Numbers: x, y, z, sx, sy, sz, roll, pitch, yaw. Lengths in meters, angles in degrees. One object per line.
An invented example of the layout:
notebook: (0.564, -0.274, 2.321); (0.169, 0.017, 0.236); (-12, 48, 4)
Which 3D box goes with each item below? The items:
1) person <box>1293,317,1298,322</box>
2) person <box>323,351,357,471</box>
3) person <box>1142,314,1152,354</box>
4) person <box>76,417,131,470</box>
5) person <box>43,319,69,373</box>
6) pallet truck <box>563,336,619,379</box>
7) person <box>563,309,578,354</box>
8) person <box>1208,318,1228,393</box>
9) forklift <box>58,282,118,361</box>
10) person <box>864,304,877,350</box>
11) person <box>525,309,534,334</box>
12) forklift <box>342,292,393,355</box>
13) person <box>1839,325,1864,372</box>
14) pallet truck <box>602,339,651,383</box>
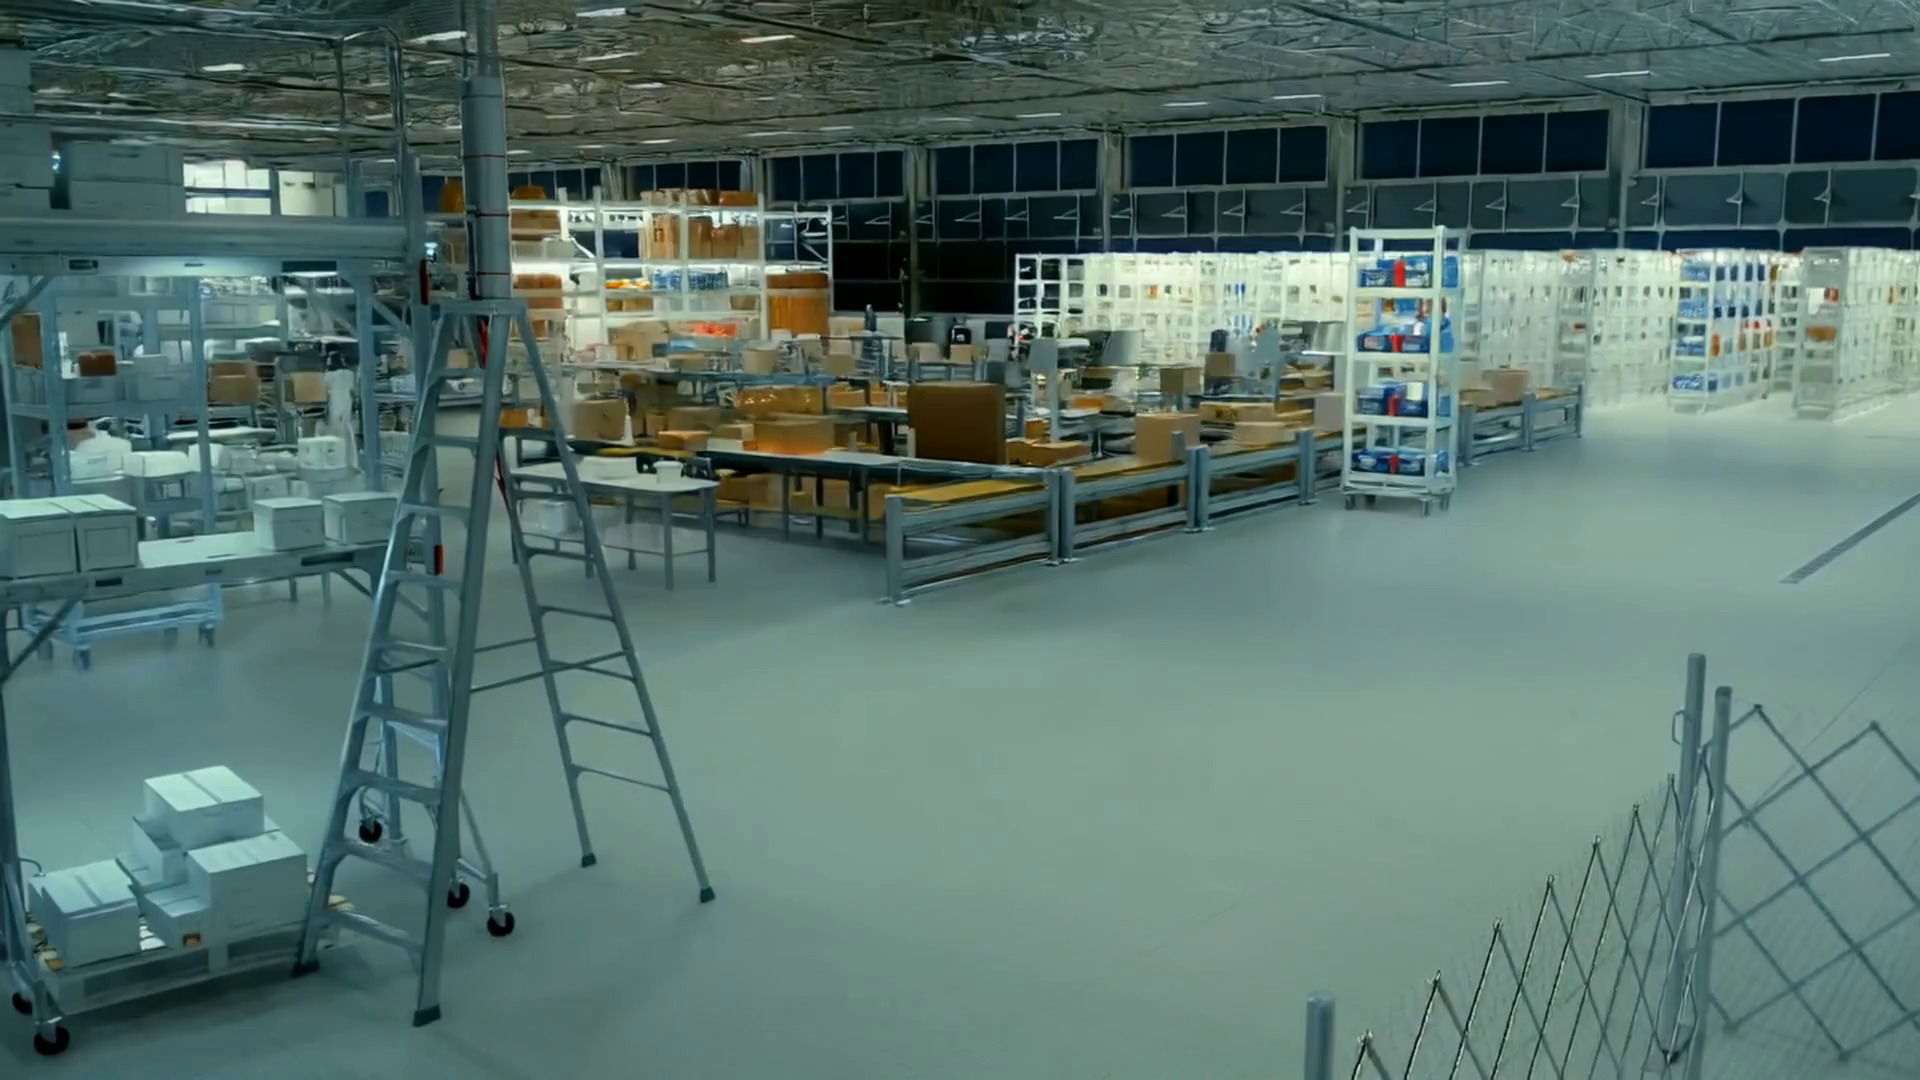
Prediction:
person: (10.077, -5.827, 49.640); (0.395, 1.839, 0.564); (8, 12, 39)
person: (-9.476, -1.952, 25.381); (0.334, 1.864, 0.521); (8, 12, 39)
person: (6.229, -6.813, 56.154); (0.748, 1.726, 0.573); (0, 9, 2)
person: (-8.290, -0.423, 16.154); (0.329, 1.764, 0.524); (8, 12, 39)
person: (-21.775, -4.340, 40.037); (0.402, 1.942, 0.604); (8, 12, 39)
pallet truck: (-10.690, -5.294, 48.215); (1.601, 1.201, 0.680); (-5, 10, -26)
person: (-13.296, -6.943, 56.642); (0.404, 1.827, 0.589); (8, 12, 39)
person: (6.525, -4.666, 42.198); (0.401, 1.904, 0.640); (8, 12, 39)
forklift: (-22.987, -5.354, 43.448); (1.873, 2.768, 1.129); (7, 11, 37)
person: (-3.416, -7.952, 62.712); (0.401, 1.904, 0.640); (8, 12, 39)
person: (-15.396, -7.326, 59.218); (0.325, 1.769, 0.524); (8, 12, 39)
forklift: (-16.485, -5.622, 45.120); (1.129, 2.768, 1.873); (7, 11, 37)
person: (26.900, -5.891, 50.243); (0.941, 1.770, 0.597); (4, 10, 24)
pallet truck: (-8.991, -4.871, 45.351); (0.653, 1.274, 1.630); (7, 11, 37)
